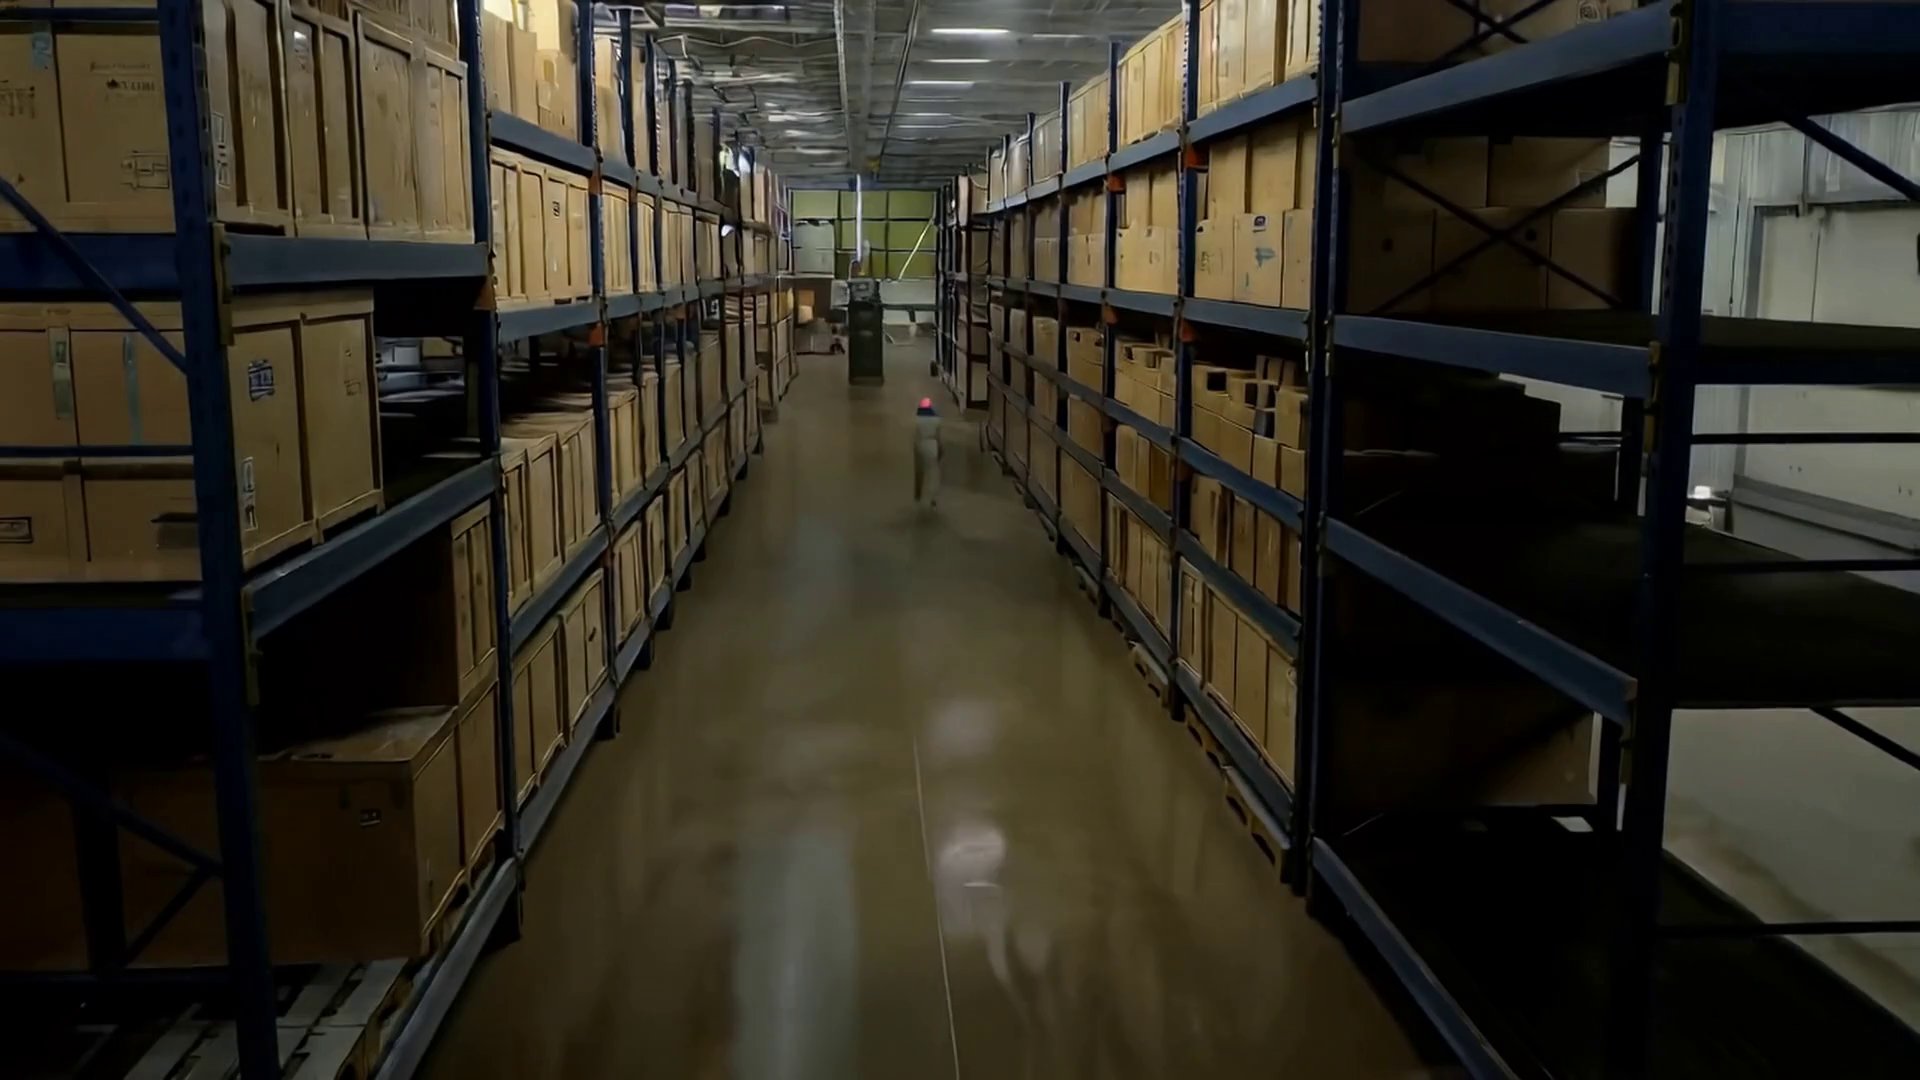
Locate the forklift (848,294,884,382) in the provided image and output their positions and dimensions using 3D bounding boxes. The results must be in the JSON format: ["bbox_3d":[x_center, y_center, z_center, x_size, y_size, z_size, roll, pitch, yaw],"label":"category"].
[{"bbox_3d":[-3.032,-6.511,53.362,1.129,2.768,1.873,-1,10,-3],"label":"forklift"}]

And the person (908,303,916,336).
[{"bbox_3d":[-2.485,-11.501,86.734,0.319,1.686,0.539,4,10,25],"label":"person"}]

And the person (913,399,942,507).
[{"bbox_3d":[-0.518,-1.387,26.287,0.498,1.684,0.925,-3,10,-17],"label":"person"}]

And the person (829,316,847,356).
[{"bbox_3d":[-4.996,-8.314,67.765,0.752,1.657,0.568,-8,12,-39],"label":"person"}]

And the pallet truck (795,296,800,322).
[{"bbox_3d":[-8.622,-12.439,91.403,1.885,1.965,0.823,2,10,13],"label":"pallet truck"}]
